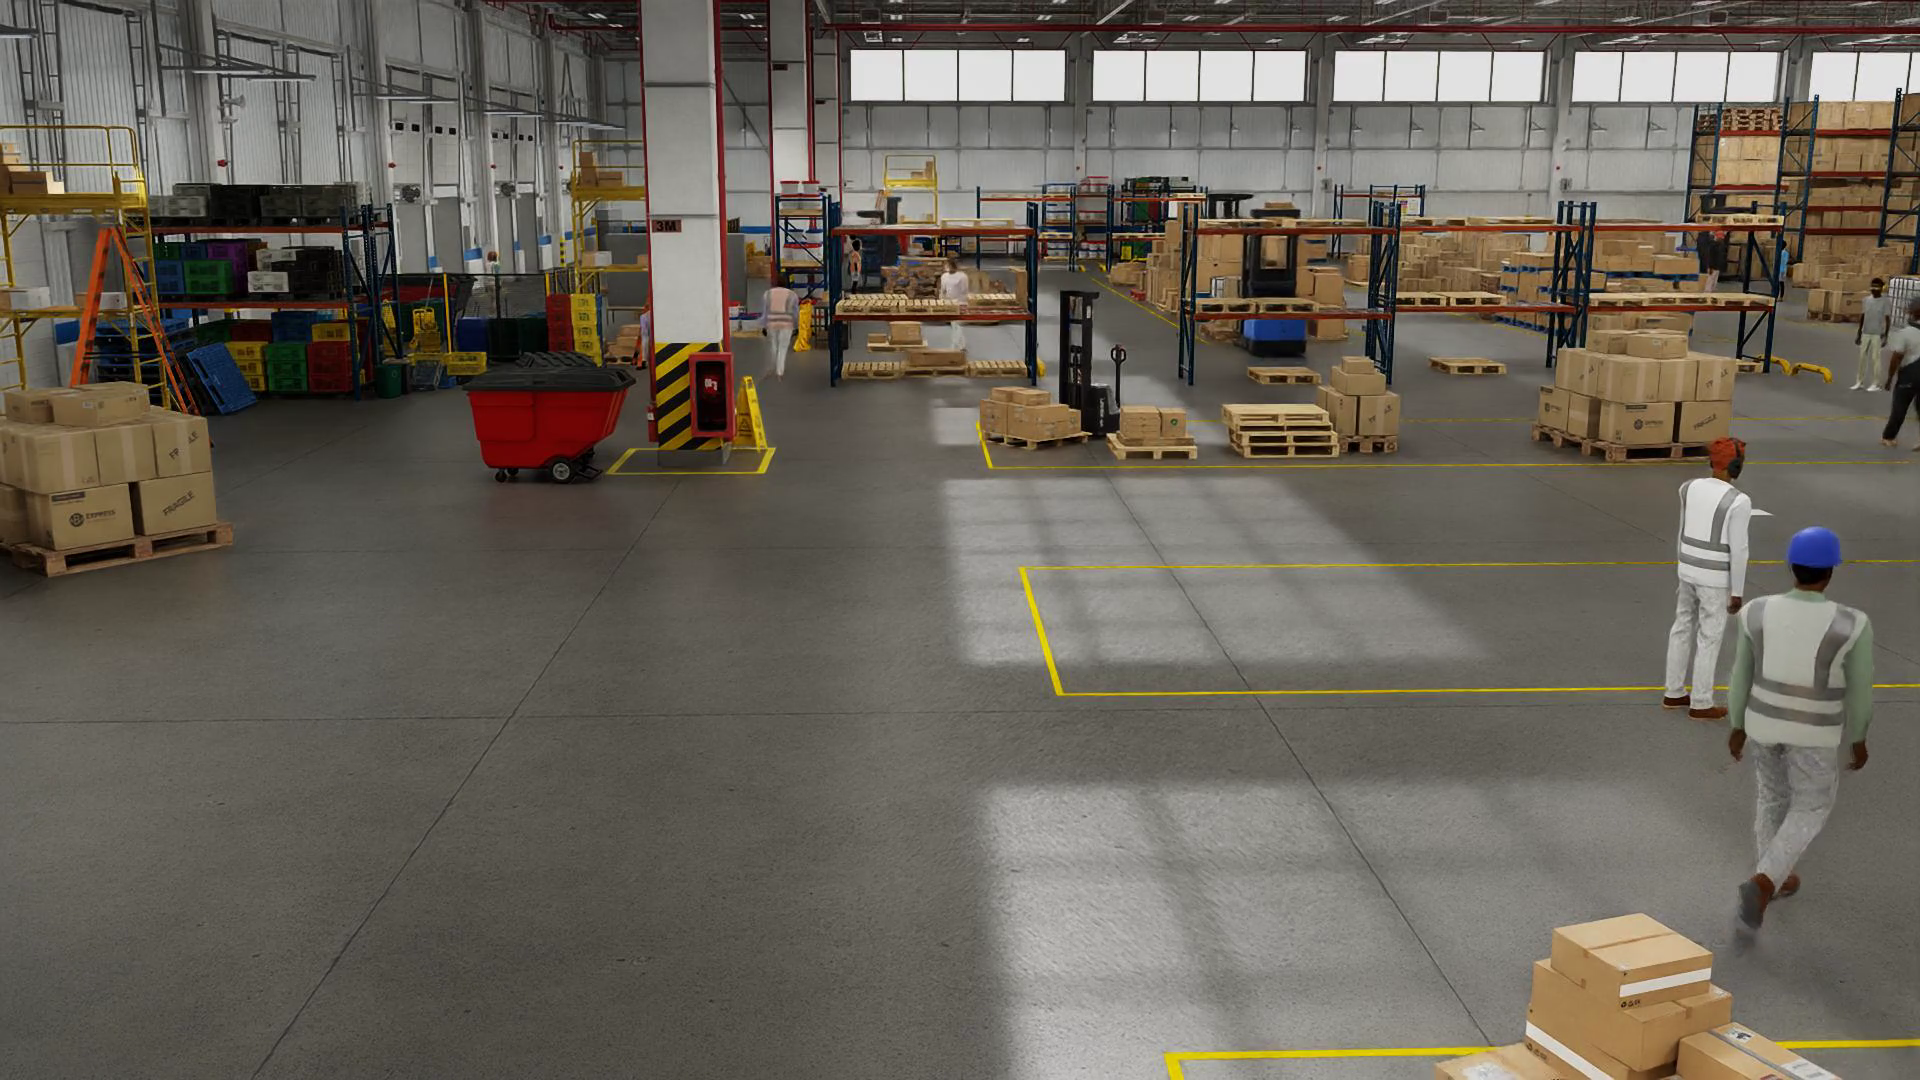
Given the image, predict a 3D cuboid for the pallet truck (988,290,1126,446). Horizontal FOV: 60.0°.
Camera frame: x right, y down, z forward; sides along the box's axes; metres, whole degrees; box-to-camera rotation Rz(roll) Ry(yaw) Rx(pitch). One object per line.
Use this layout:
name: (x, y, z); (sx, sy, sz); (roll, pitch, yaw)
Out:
pallet truck: (1.257, -2.299, 22.111); (1.885, 1.965, 0.823); (-9, 15, -35)

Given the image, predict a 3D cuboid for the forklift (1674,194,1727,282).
forklift: (24.445, -9.866, 54.266); (1.129, 2.768, 1.873); (-7, 14, -29)

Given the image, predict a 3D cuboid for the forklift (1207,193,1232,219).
forklift: (8.749, -10.320, 56.317); (1.129, 2.768, 1.873); (-9, 15, -35)

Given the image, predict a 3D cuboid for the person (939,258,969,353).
person: (-0.191, -4.553, 32.533); (0.629, 1.887, 0.930); (11, 16, 40)

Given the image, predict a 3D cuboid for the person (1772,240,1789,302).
person: (22.599, -7.406, 45.855); (0.538, 1.696, 0.317); (-8, 15, -32)

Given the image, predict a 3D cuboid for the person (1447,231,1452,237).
person: (16.848, -9.911, 56.688); (0.628, 1.911, 0.952); (-5, 14, -23)

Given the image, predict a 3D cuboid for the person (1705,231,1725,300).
person: (20.373, -7.333, 44.868); (0.610, 1.986, 0.392); (-12, 17, -43)

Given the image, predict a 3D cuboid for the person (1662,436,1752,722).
person: (4.894, 0.255, 10.871); (0.353, 1.878, 0.567); (-5, 13, -20)

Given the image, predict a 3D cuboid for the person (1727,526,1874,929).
person: (3.928, 0.894, 7.879); (0.778, 1.923, 0.609); (-10, 16, -38)

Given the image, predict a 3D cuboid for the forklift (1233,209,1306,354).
forklift: (6.201, -5.163, 33.030); (1.129, 2.768, 1.873); (0, 12, -2)

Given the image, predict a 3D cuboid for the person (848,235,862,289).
person: (-3.146, -8.345, 49.581); (0.383, 1.922, 0.587); (-10, 16, -37)

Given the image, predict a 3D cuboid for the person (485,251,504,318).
person: (-11.474, -6.268, 40.872); (0.519, 1.633, 0.312); (11, 16, 40)

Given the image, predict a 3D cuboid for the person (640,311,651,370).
person: (-4.321, -2.671, 23.949); (0.585, 1.928, 0.379); (-9, 15, -34)

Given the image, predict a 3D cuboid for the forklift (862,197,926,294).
forklift: (-1.942, -8.638, 48.720); (1.873, 2.768, 1.129); (0, 12, -2)

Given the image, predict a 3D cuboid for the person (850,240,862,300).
person: (-2.885, -7.451, 46.077); (0.321, 1.689, 0.530); (-1, 13, -3)

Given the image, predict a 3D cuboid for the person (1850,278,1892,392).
person: (14.939, -3.360, 27.231); (0.321, 1.859, 0.512); (-7, 14, -28)

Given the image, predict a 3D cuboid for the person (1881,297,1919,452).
person: (12.341, -2.174, 21.447); (0.768, 2.000, 0.922); (0, 12, -2)

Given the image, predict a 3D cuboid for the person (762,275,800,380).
person: (-3.097, -3.705, 28.936); (0.625, 1.784, 0.979); (2, 13, 10)
